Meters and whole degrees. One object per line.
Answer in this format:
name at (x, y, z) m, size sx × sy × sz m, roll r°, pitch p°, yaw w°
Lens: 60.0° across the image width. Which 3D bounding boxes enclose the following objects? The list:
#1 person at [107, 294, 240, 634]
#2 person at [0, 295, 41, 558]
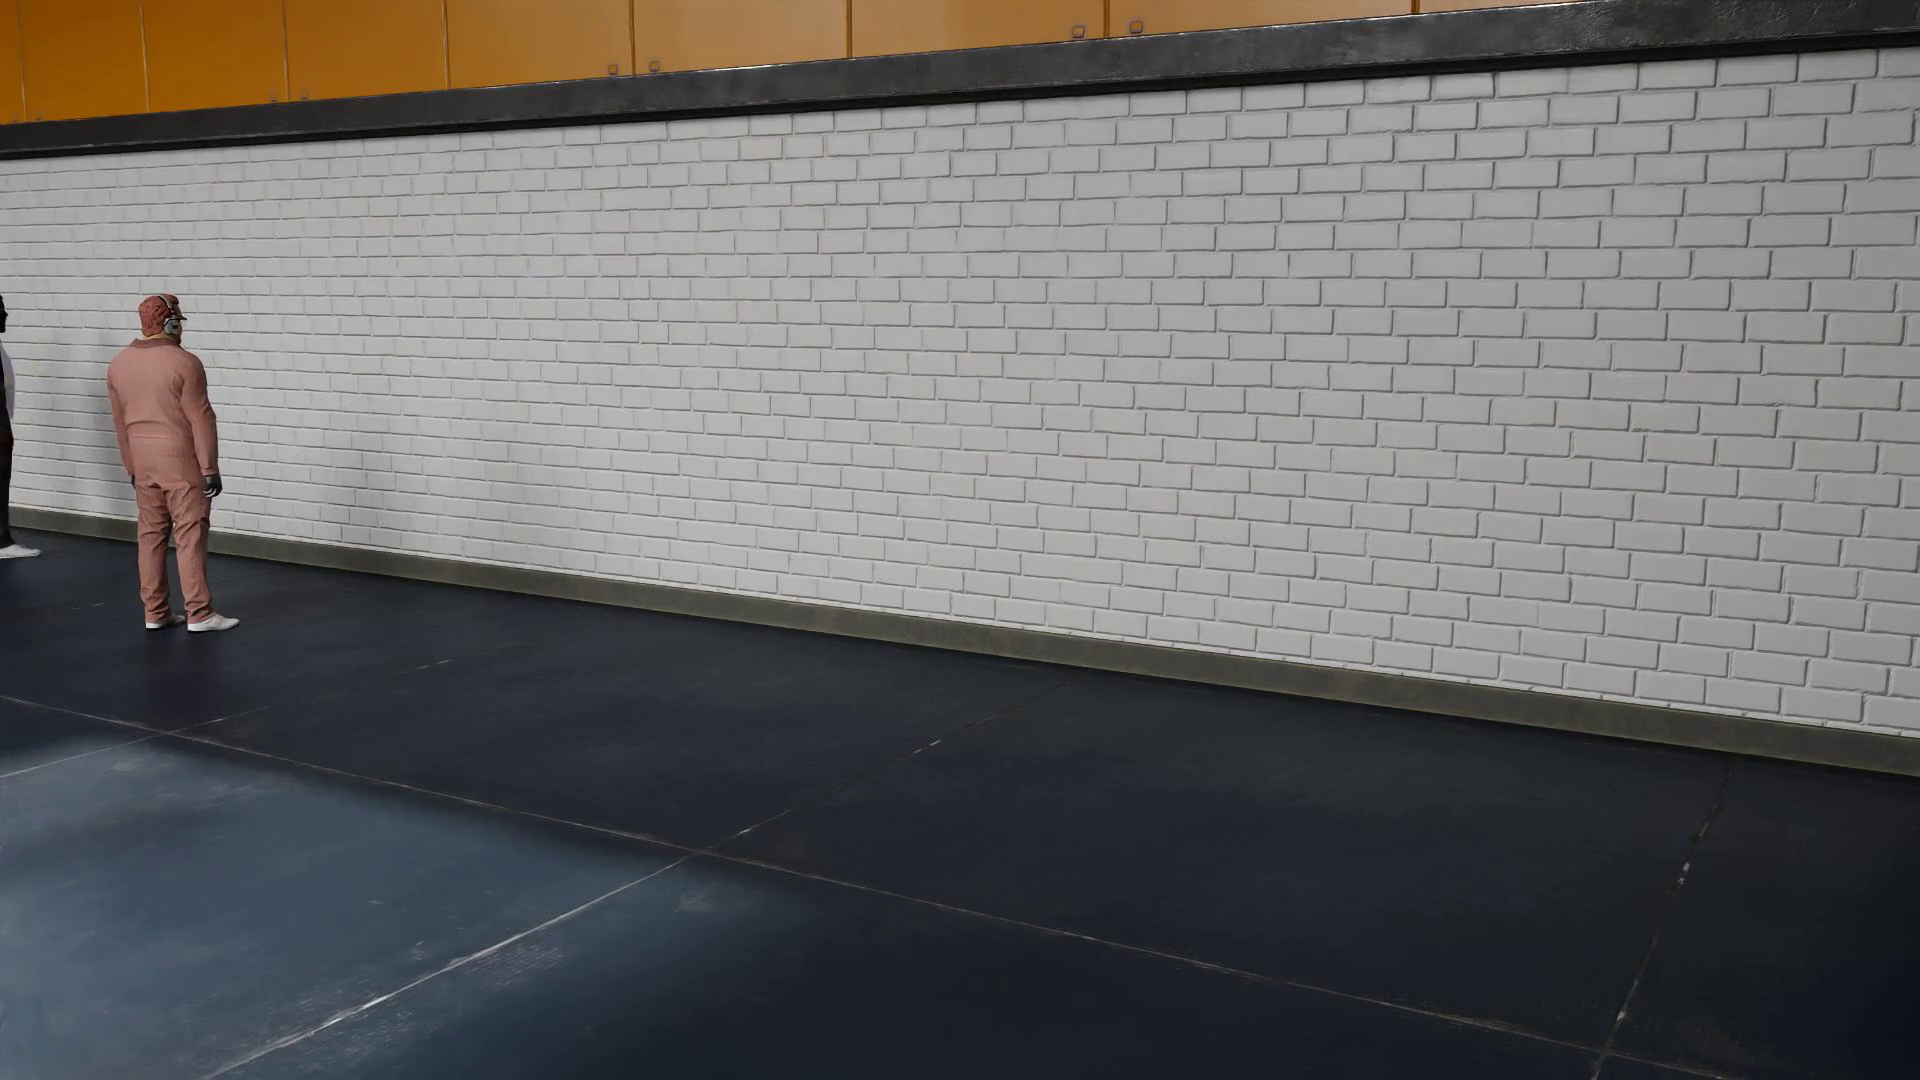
person at (-4.422, -0.420, 9.360) m, size 0.643 × 1.909 × 0.410 m, roll 3°, pitch 10°, yaw 17°
person at (-6.903, -0.825, 11.850) m, size 0.388 × 1.919 × 0.589 m, roll -8°, pitch 12°, yaw -42°
